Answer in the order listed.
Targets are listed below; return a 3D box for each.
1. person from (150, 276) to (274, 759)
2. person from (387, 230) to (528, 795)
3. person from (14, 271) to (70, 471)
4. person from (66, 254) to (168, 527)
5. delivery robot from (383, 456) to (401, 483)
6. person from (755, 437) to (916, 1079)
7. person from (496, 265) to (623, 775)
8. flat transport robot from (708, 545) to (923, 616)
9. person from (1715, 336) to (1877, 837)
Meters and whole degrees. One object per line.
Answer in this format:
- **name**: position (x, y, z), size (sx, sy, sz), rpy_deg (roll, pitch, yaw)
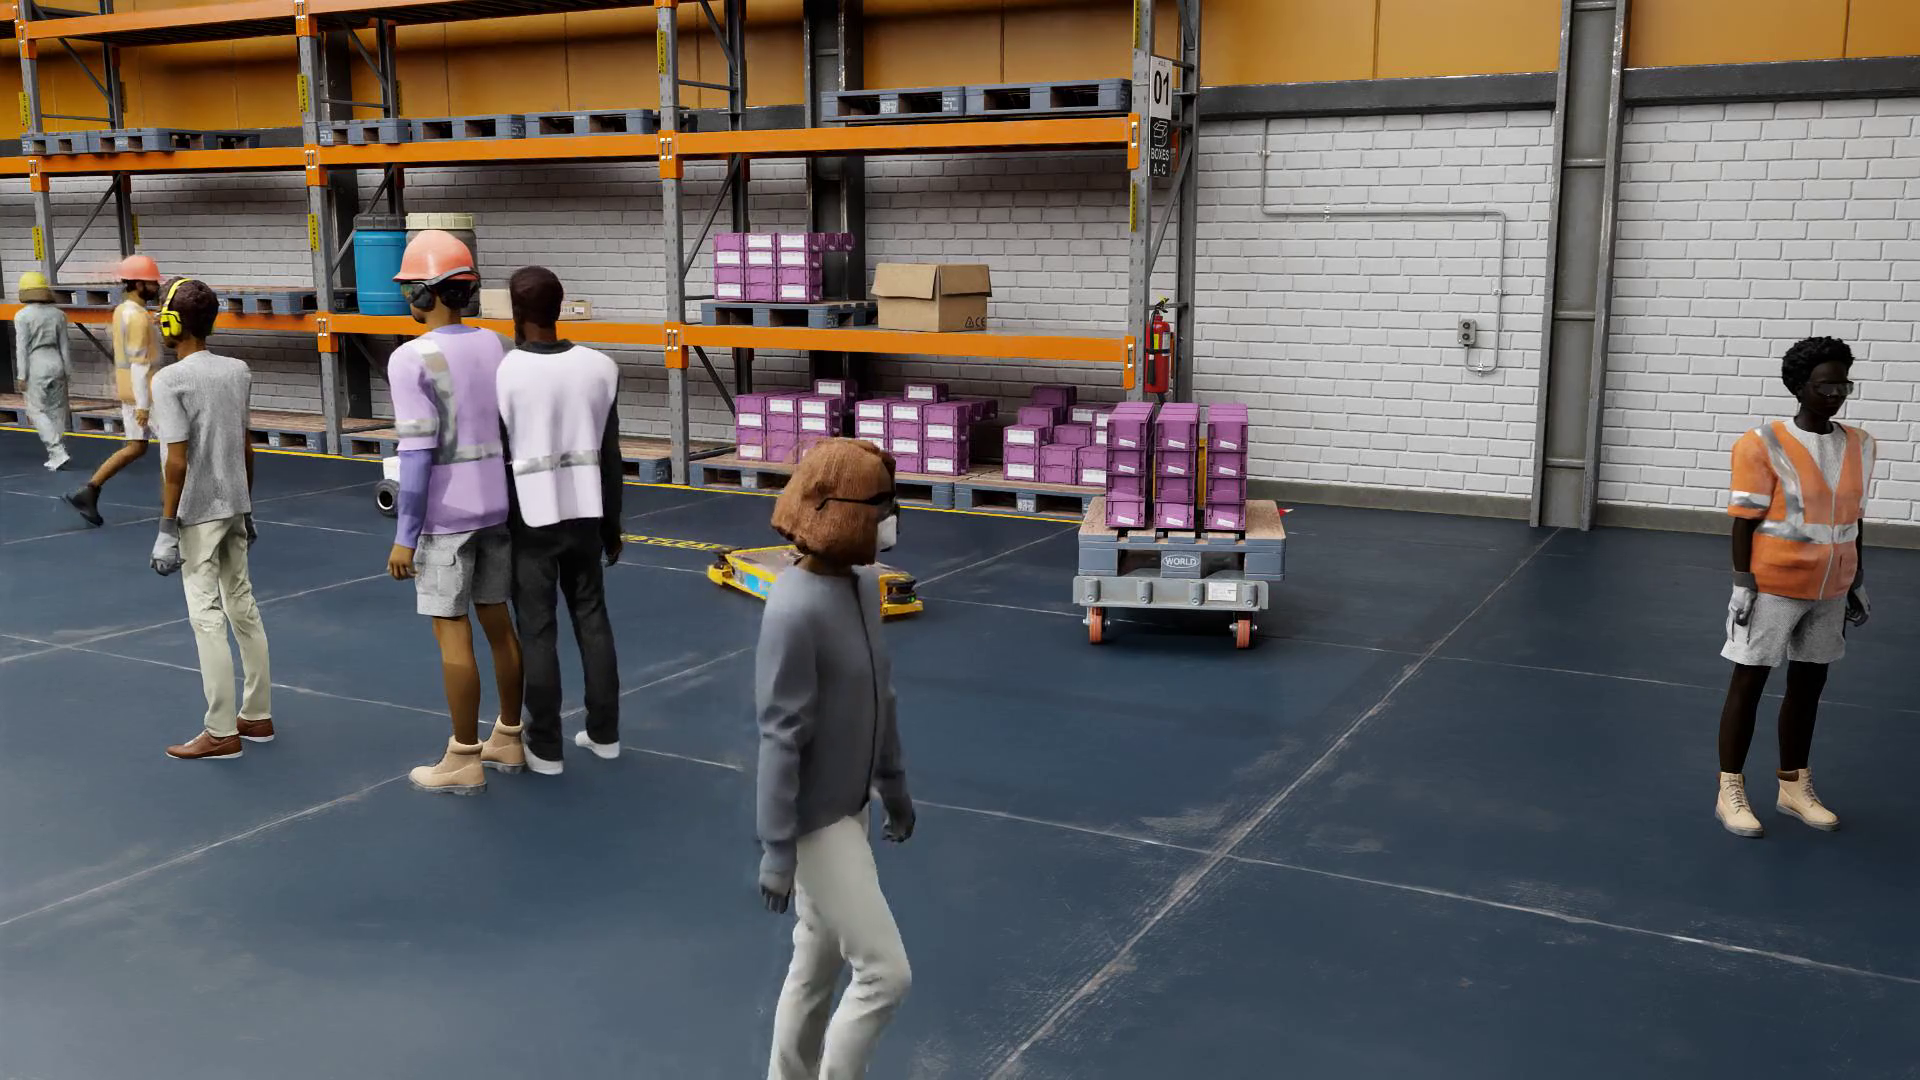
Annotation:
- **person**: position (-2.937, -0.077, 6.463), size (0.329, 1.873, 0.516), rpy_deg (3, 11, 14)
- **person**: position (-1.847, -0.091, 6.063), size (0.381, 2.045, 0.605), rpy_deg (5, 11, 25)
- **person**: position (-7.944, -1.461, 14.442), size (0.468, 1.744, 0.501), rpy_deg (5, 11, 24)
- **person**: position (-5.757, -1.025, 11.557), size (0.839, 1.913, 0.542), rpy_deg (-8, 13, -38)
- **delivery robot**: position (-3.825, -0.491, 12.082), size (0.707, 0.478, 0.477), rpy_deg (4, 11, 22)
- **person**: position (-0.225, 0.589, 3.488), size (0.496, 1.614, 0.520), rpy_deg (2, 11, 13)
- **person**: position (-1.532, -0.067, 6.282), size (0.604, 1.916, 0.381), rpy_deg (-10, 14, -43)
- **flat transport robot**: position (-0.833, 0.214, 9.254), size (0.652, 0.197, 1.431), rpy_deg (-6, 12, -29)
- **person**: position (2.836, 0.159, 5.639), size (0.531, 1.698, 0.320), rpy_deg (-2, 11, -11)
